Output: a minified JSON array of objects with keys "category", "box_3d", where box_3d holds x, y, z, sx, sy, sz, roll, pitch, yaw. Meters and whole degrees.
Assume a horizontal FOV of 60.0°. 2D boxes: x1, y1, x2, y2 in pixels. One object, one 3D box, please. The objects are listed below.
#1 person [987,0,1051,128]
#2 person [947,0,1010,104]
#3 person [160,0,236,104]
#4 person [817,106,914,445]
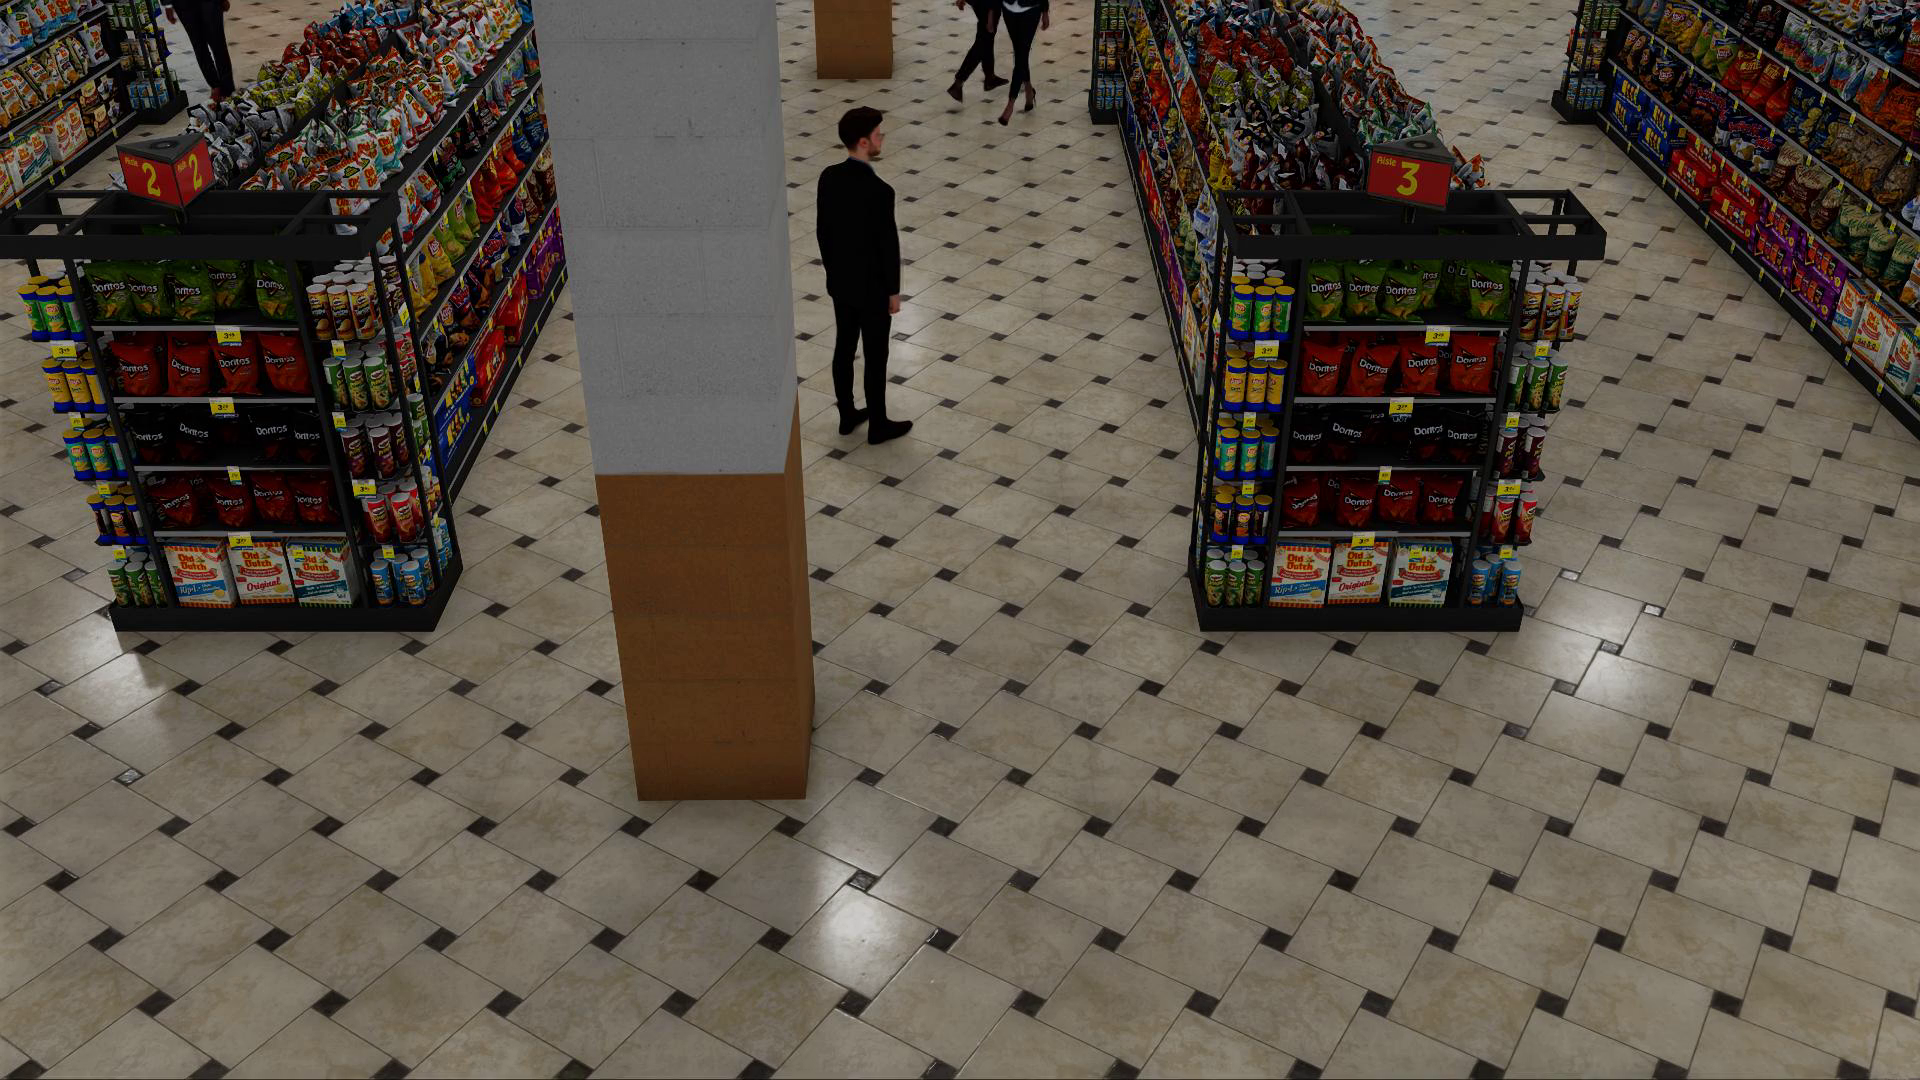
[{"category":"person","box_3d":[0.545,-4.437,14.068,0.929,1.781,1.250,11,34,18]},{"category":"person","box_3d":[0.170,-4.674,14.456,1.174,1.774,1.240,25,40,34]},{"category":"person","box_3d":[-6.638,-4.682,14.455,0.876,1.790,1.123,-9,33,-14]},{"category":"person","box_3d":[-0.545,-1.433,9.141,0.787,1.887,0.825,23,39,32]}]
